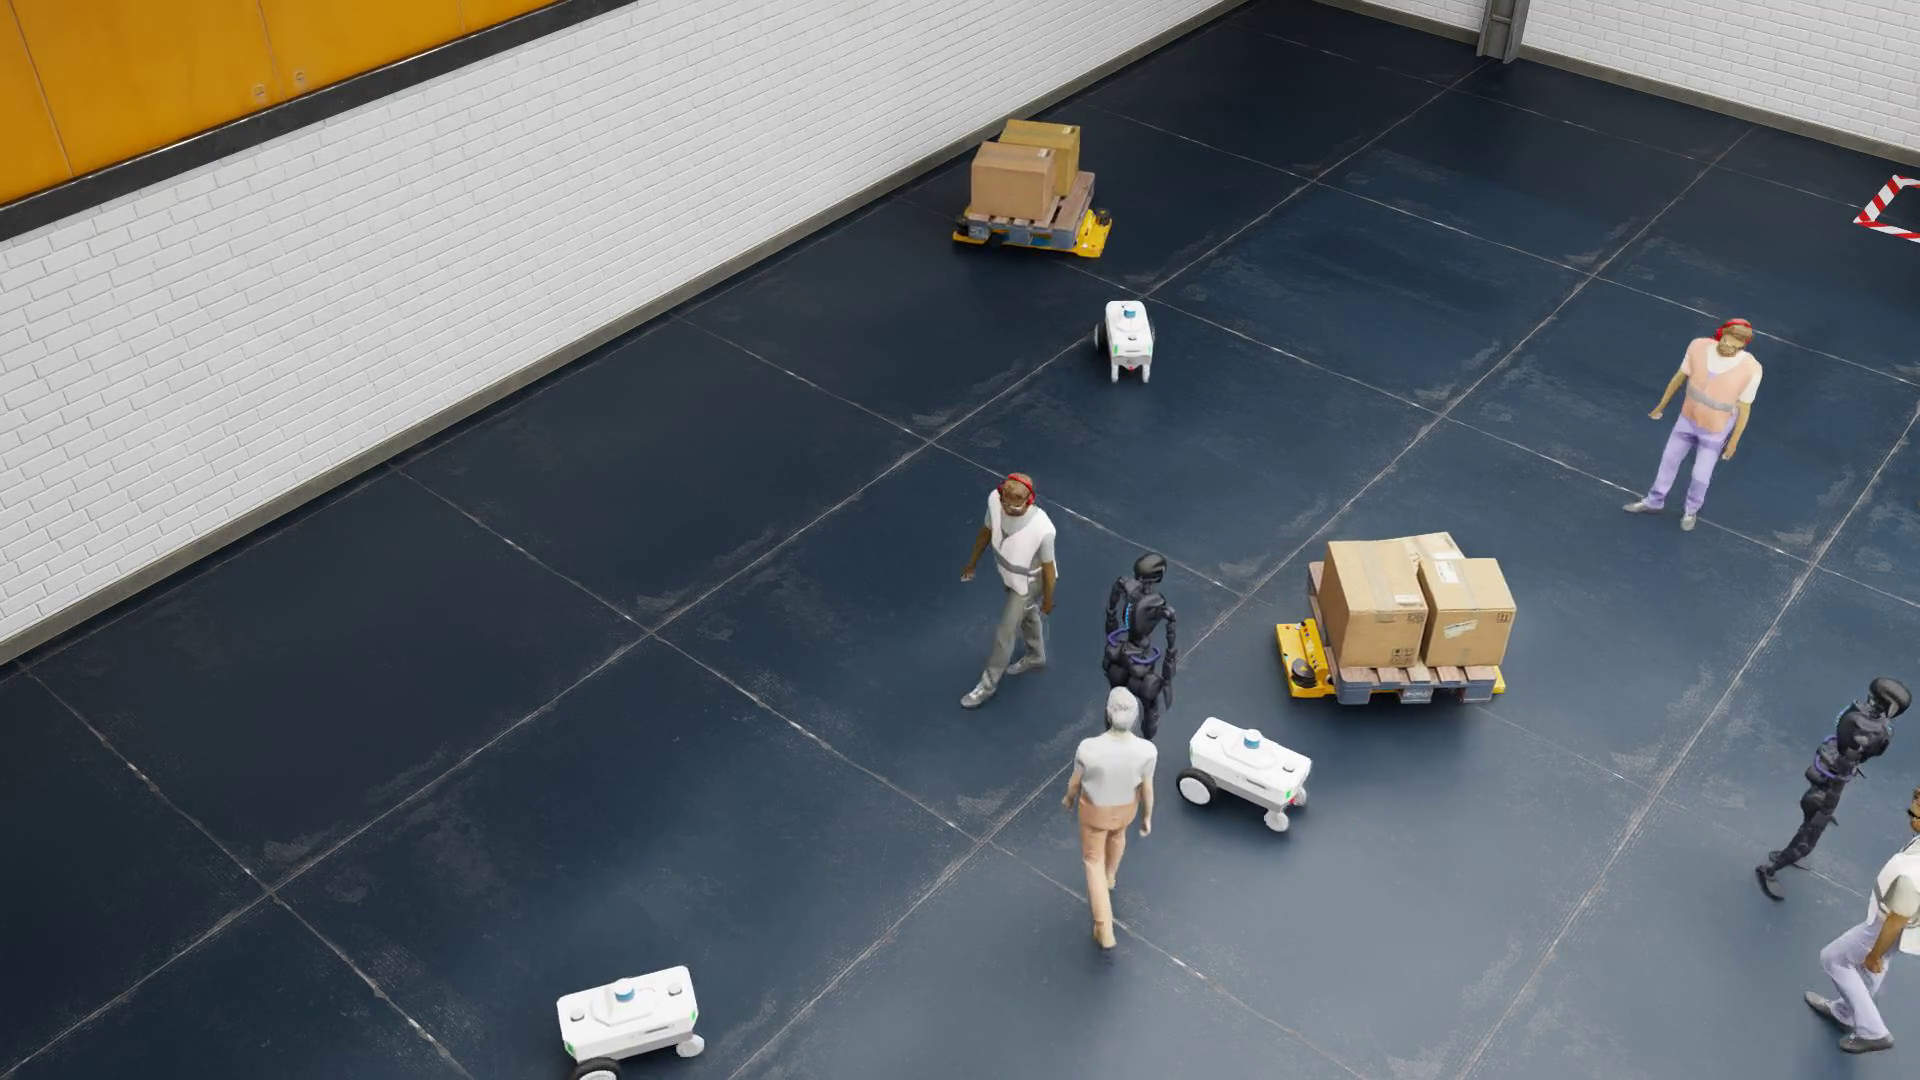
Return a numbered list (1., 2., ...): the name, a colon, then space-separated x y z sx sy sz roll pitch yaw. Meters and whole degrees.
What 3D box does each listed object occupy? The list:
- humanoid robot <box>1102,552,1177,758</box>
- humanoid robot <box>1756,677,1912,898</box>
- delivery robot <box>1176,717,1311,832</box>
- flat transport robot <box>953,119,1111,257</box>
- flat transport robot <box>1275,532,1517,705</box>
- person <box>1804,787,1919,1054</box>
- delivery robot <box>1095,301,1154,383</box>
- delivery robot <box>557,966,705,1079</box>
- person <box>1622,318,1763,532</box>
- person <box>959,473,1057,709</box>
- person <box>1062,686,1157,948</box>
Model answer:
1. humanoid robot: 1.077 0.745 10.239 0.391 1.651 0.591 -29 47 -31
2. humanoid robot: 4.991 1.357 9.494 0.360 1.638 0.612 25 45 28
3. delivery robot: 1.763 1.410 10.310 0.779 0.597 0.499 22 44 25
4. flat transport robot: 0.703 -3.033 16.051 1.431 0.231 0.659 9 40 10
5. flat transport robot: 2.921 0.773 11.326 1.431 0.231 0.659 -1 39 -1
6. person: 4.823 1.975 8.594 0.559 1.824 0.450 -25 45 -27
7. delivery robot: 1.433 -1.740 14.220 0.499 0.597 0.779 -1 39 -1
8. delivery robot: -1.777 2.570 8.875 0.801 0.602 0.499 -12 40 -14
9. person: 5.408 -0.875 12.133 0.379 1.820 0.682 -22 44 -25
10. person: 0.268 0.289 10.699 0.843 1.800 0.619 -19 43 -22
11. person: 0.834 1.518 9.257 0.467 1.724 0.778 -5 39 -6
